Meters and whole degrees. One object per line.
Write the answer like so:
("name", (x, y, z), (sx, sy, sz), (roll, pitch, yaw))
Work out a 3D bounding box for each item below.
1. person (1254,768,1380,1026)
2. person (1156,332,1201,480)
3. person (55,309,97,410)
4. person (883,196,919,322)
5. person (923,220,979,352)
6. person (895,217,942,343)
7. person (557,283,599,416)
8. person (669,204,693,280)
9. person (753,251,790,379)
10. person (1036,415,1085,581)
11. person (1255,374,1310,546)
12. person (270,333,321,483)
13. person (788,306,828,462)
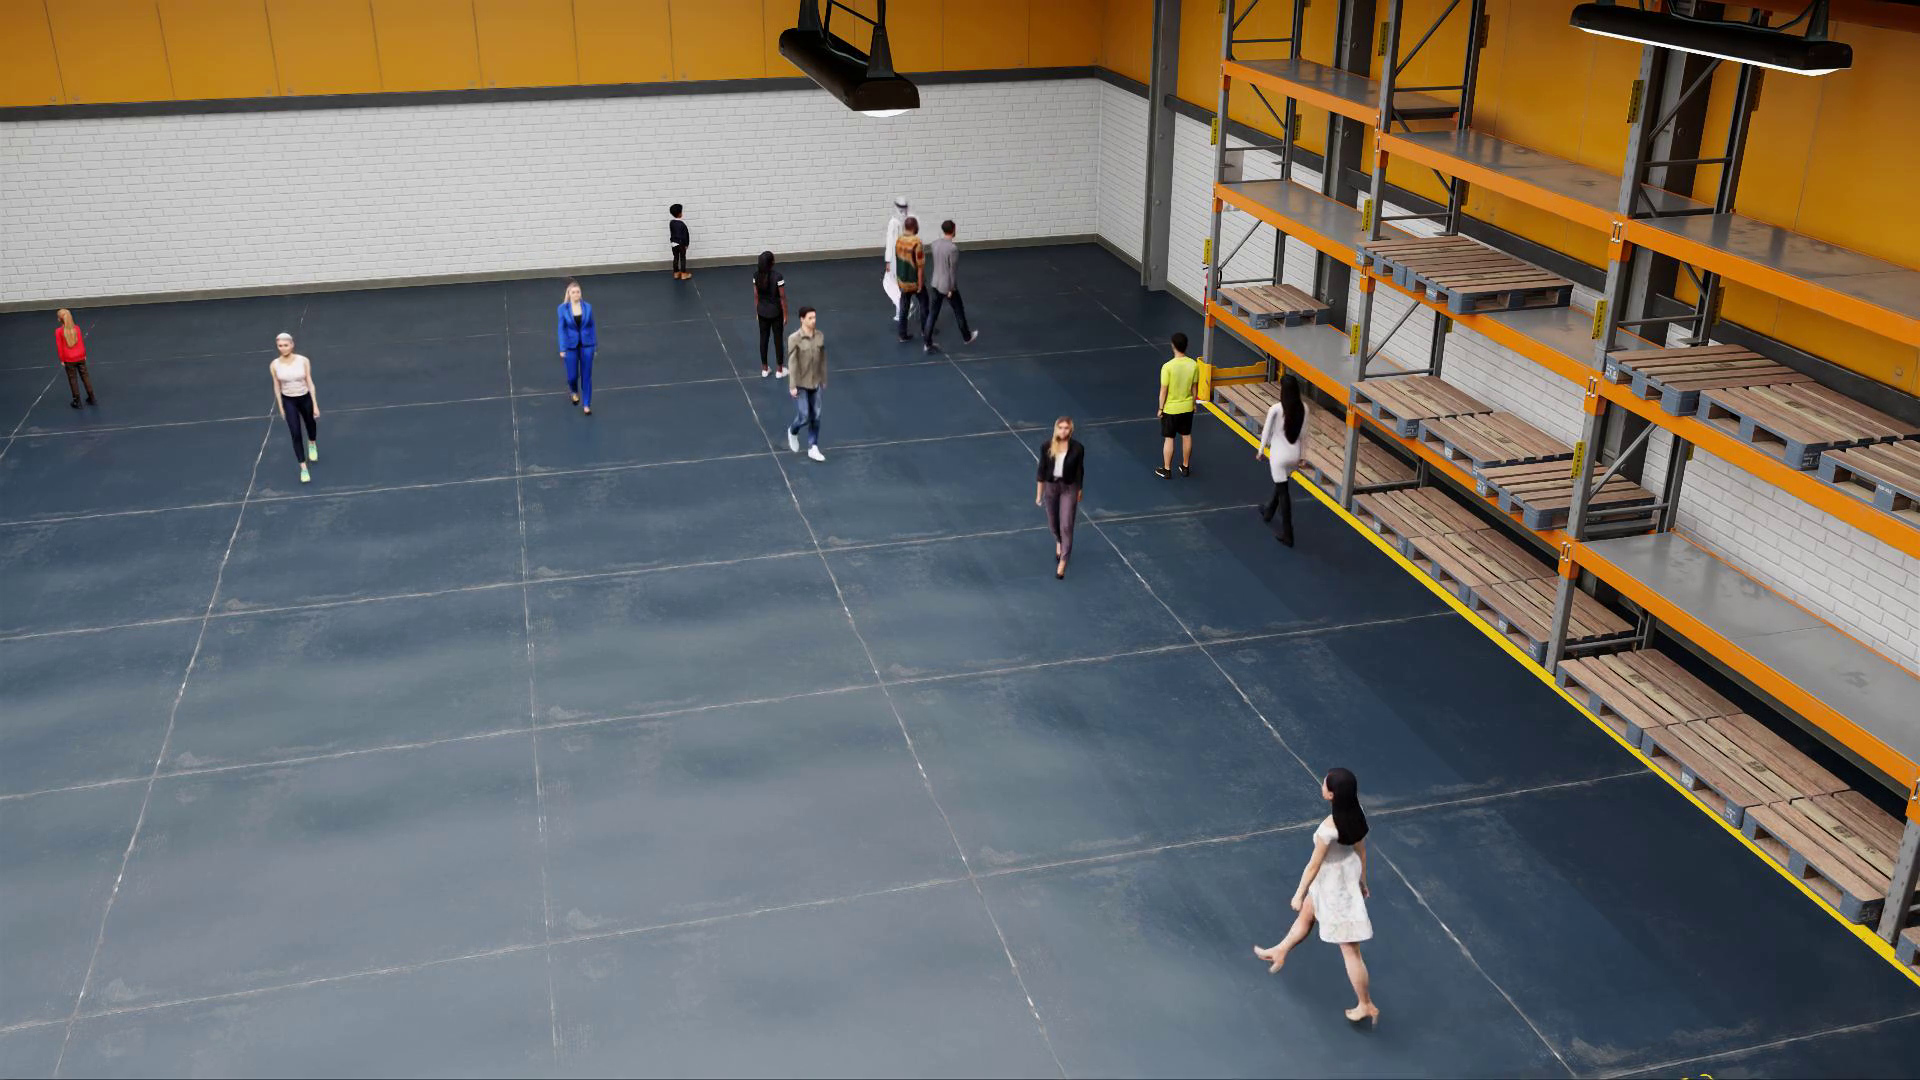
("person", (2.402, 2.250, 10.290), (1.248, 1.727, 1.037), (21, 31, 39))
("person", (2.496, -1.541, 18.985), (0.608, 1.709, 0.513), (-6, 24, -14))
("person", (-11.373, -2.337, 21.340), (0.613, 1.282, 0.566), (17, 29, 34))
("person", (-0.814, -4.102, 24.590), (0.872, 1.912, 0.989), (-18, 29, -35))
("person", (-0.273, -3.531, 23.405), (1.202, 1.815, 1.178), (18, 30, 36))
("person", (-0.769, -3.717, 23.865), (1.000, 1.786, 1.005), (21, 31, 40))
("person", (-4.852, -2.441, 21.062), (0.693, 1.694, 0.768), (-10, 26, -22))
("person", (-4.616, -4.904, 27.283), (0.573, 1.223, 0.635), (14, 27, 28))
("person", (-2.552, -3.050, 22.411), (0.711, 1.729, 0.740), (7, 25, 16))
("person", (1.007, -0.476, 16.646), (0.912, 1.630, 1.116), (5, 24, 12))
("person", (3.389, -0.793, 17.196), (0.668, 1.771, 1.061), (-8, 25, -19))
("person", (-7.588, -1.571, 19.090), (0.703, 1.680, 1.135), (-9, 25, -20))
("person", (-1.846, -1.853, 19.515), (0.890, 1.855, 0.979), (-19, 30, -36))
